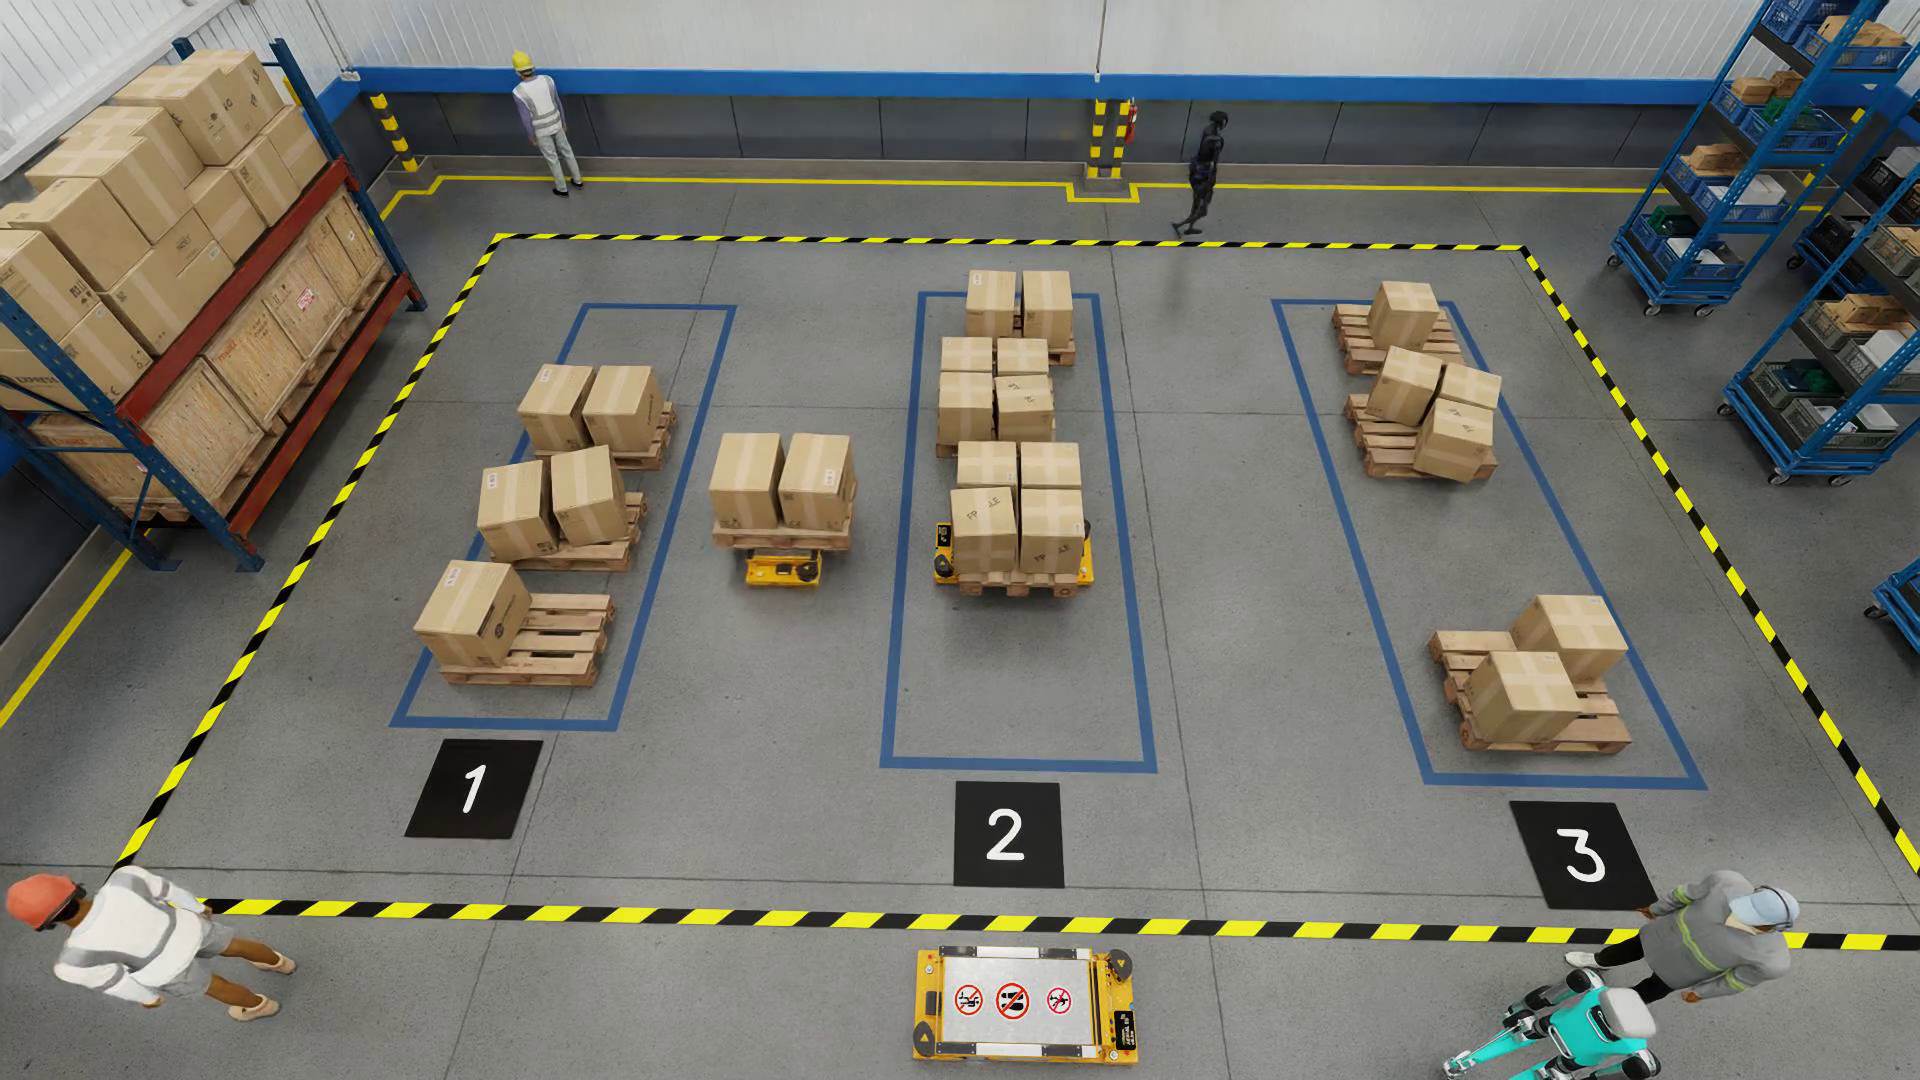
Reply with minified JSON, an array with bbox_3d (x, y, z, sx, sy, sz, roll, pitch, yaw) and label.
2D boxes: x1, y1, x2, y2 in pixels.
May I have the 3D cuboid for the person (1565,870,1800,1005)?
[{"bbox_3d":[4.313,2.439,5.479,0.391,1.848,0.586,-4,51,-3],"label":"person"}]

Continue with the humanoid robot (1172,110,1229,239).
[{"bbox_3d":[2.899,-4.456,11.215,0.479,1.644,0.609,-7,51,-6],"label":"humanoid robot"}]

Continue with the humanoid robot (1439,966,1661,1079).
[{"bbox_3d":[3.106,2.888,5.100,0.735,1.672,0.533,-12,52,-10],"label":"humanoid robot"}]

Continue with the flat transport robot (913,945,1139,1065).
[{"bbox_3d":[0.422,3.041,6.007,1.431,0.231,0.659,1,51,1],"label":"flat transport robot"}]

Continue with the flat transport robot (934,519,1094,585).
[{"bbox_3d":[0.490,0.087,8.397,1.431,0.197,0.652,1,51,1],"label":"flat transport robot"}]

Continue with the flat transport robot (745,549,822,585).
[{"bbox_3d":[-1.585,-0.201,8.631,0.652,0.197,1.431,1,51,1],"label":"flat transport robot"}]

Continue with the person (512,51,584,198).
[{"bbox_3d":[-5.350,-5.334,11.828,0.404,1.827,0.590,31,57,23],"label":"person"}]

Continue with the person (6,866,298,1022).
[{"bbox_3d":[-4.680,2.409,5.385,0.400,2.034,0.607,2,51,2],"label":"person"}]
